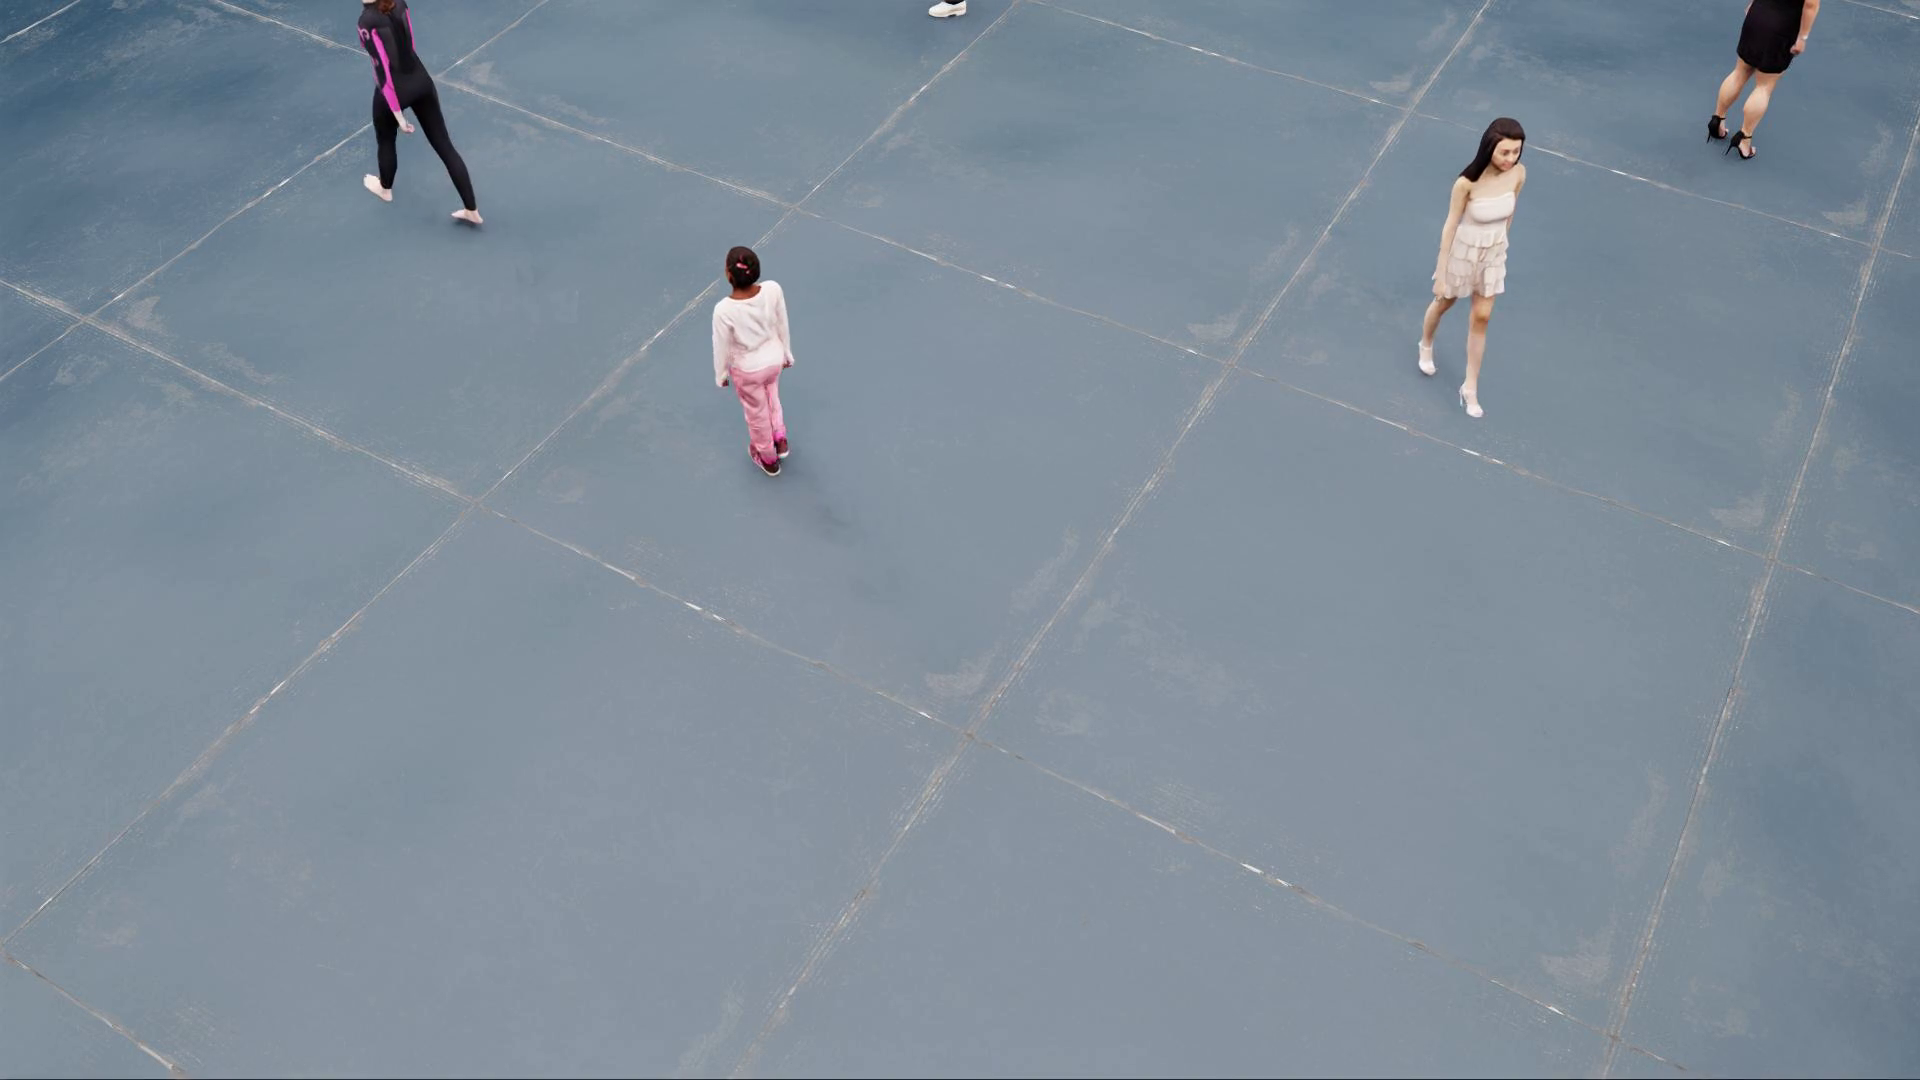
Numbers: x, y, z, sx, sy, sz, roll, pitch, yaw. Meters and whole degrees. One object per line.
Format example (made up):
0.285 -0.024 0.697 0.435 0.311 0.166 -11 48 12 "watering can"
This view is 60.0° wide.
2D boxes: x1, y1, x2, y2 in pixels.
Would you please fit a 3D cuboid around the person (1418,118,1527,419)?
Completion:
2.657 -1.525 8.813 0.918 1.710 0.964 -10 48 -9 "person"

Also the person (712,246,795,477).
-0.992 -0.871 8.392 0.639 1.441 0.644 -27 53 -23 "person"

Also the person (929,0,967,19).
-0.076 -4.502 11.580 0.764 1.688 0.753 1 47 1 "person"

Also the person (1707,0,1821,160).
5.068 -3.193 10.350 0.821 1.717 0.738 -18 50 -16 "person"

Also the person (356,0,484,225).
-3.188 -2.573 9.786 1.099 1.704 0.610 28 53 24 "person"
